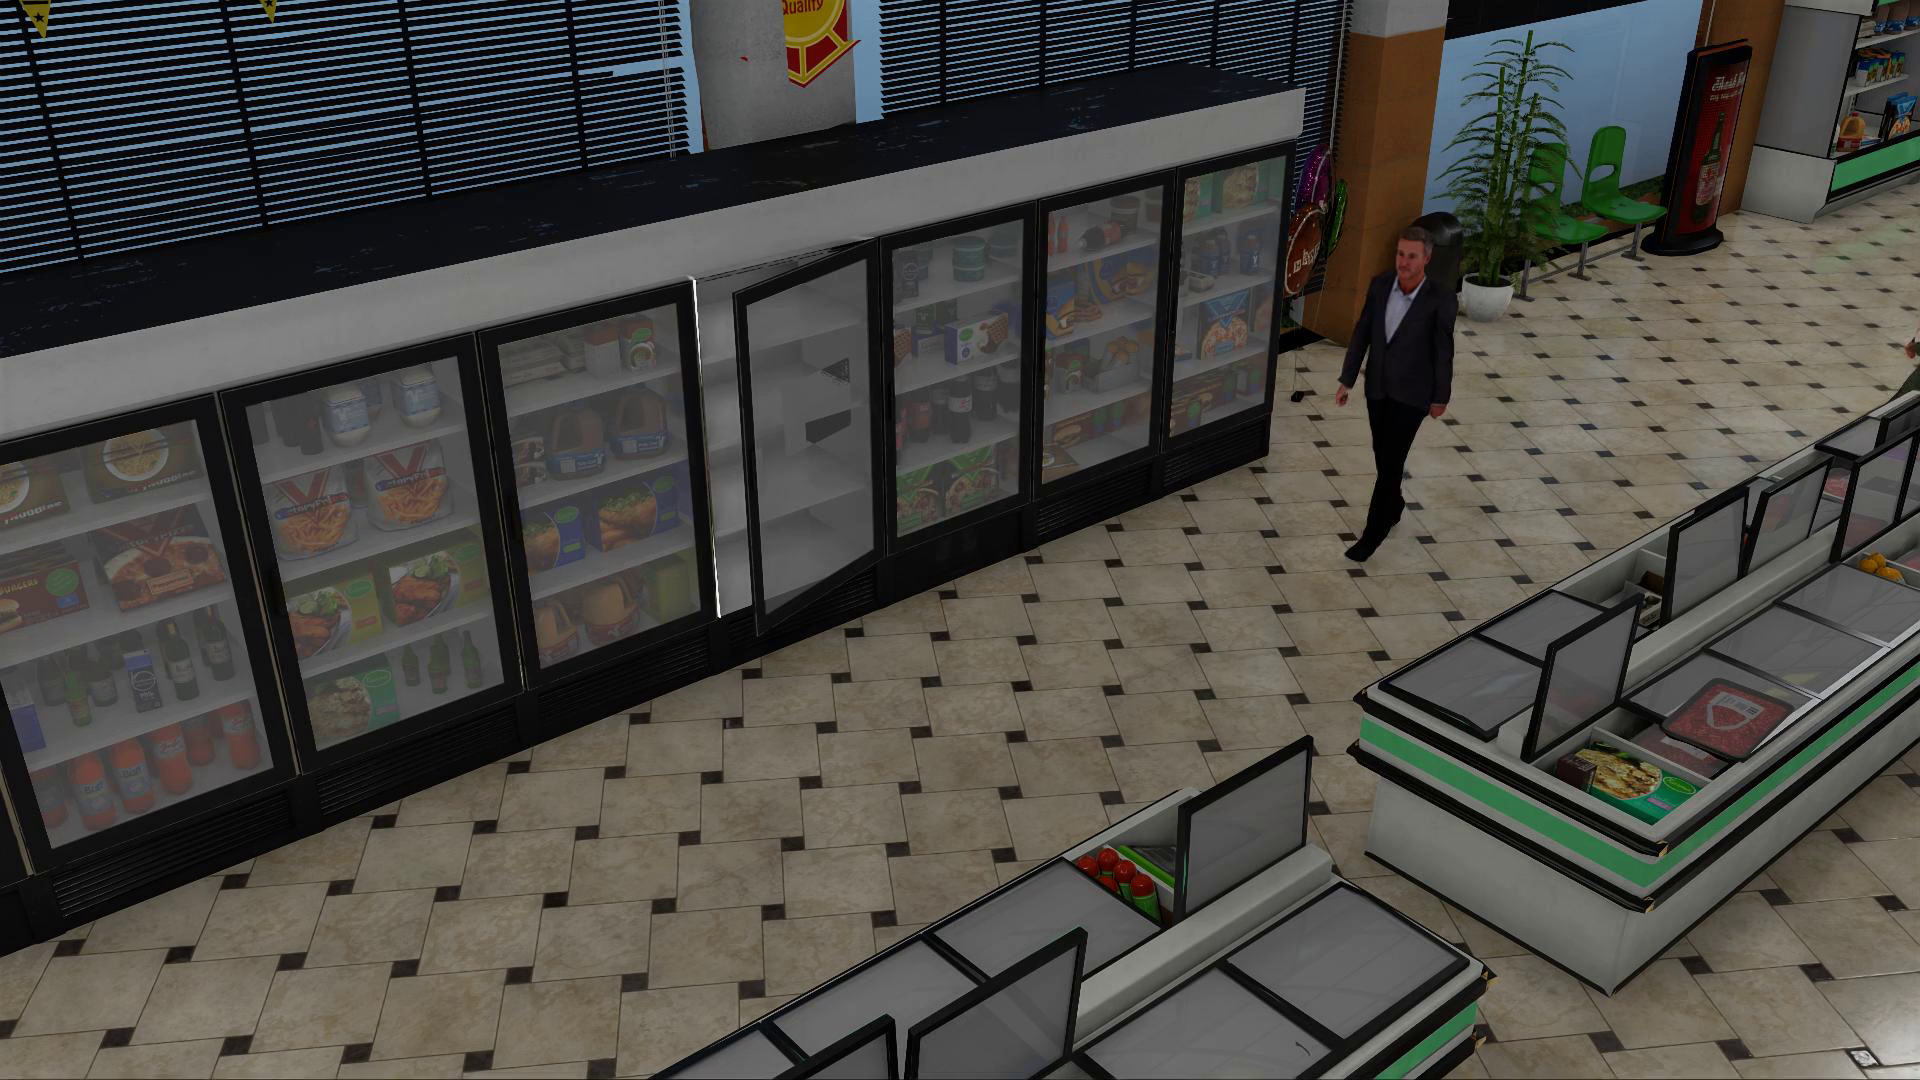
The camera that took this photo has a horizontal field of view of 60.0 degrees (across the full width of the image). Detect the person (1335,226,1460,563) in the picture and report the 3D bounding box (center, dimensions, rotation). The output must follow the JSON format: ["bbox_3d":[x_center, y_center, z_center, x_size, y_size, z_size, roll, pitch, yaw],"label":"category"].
[{"bbox_3d":[2.442,-0.847,9.133,0.991,1.813,0.729,-22,34,-36],"label":"person"}]
